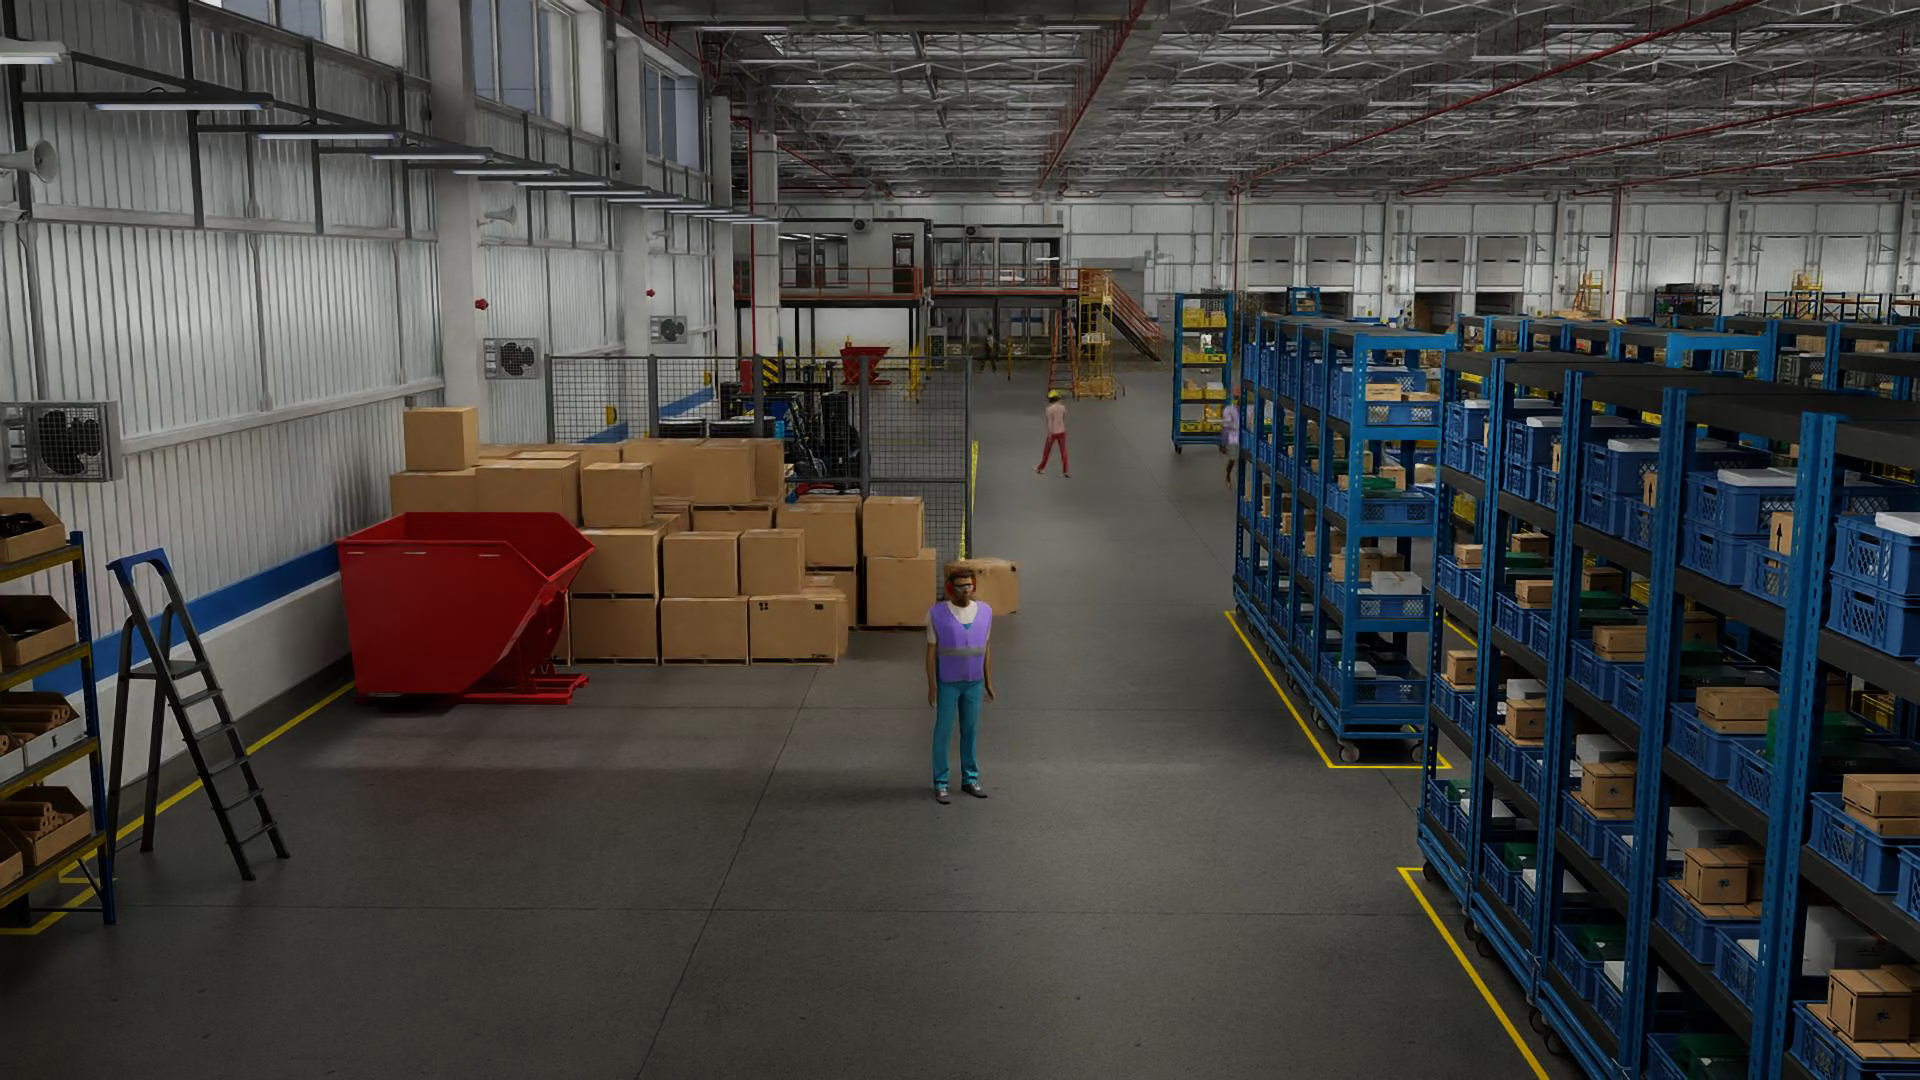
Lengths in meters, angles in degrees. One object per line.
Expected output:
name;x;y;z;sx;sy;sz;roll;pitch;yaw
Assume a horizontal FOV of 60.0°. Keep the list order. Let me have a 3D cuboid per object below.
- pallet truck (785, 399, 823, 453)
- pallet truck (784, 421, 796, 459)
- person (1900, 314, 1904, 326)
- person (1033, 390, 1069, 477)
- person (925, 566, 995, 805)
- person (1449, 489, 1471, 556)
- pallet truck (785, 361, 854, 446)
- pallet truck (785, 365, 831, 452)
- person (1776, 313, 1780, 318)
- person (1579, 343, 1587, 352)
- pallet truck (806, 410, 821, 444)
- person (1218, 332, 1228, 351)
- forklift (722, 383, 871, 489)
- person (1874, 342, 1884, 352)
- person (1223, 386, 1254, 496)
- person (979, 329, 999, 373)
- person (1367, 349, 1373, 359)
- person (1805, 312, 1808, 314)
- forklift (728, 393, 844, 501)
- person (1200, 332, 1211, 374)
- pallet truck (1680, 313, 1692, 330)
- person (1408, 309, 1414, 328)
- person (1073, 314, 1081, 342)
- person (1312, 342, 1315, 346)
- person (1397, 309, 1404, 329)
pallet truck;-3.814;-2.432;36.419;1.630;1.274;0.653;0;9;1
pallet truck;-4.013;-1.793;32.705;1.601;1.201;0.680;0;9;1
person;47.523;-10.486;84.224;0.636;1.921;0.795;-6;11;-35
person;1.879;-2.139;33.343;0.544;1.722;0.907;-6;11;-34
person;-0.006;1.106;12.919;0.563;1.848;0.389;-5;10;-26
person;6.221;-0.213;20.714;0.434;1.954;0.649;6;11;31
pallet truck;-3.410;-3.193;38.978;1.885;1.965;0.823;0;9;-1
pallet truck;-3.774;-2.976;37.635;1.885;1.965;0.823;1;9;5
person;42.093;-10.715;85.687;0.607;1.893;0.833;6;11;34
person;18.989;-5.065;50.848;0.564;1.888;0.960;0;9;2
pallet truck;-3.559;-2.018;33.905;1.522;1.261;0.704;0;9;-1
person;12.442;-9.536;78.503;0.623;1.861;0.933;4;10;24
forklift;-2.893;-1.687;28.729;2.680;1.987;1.157;0;9;-1
person;31.979;-6.088;58.020;0.614;1.604;0.531;-1;9;-9
person;5.118;-1.843;30.587;0.616;2.024;0.845;-1;9;-4
person;1.141;-7.564;66.586;0.961;1.802;0.515;-8;12;-41
person;12.977;-5.247;52.197;0.404;1.824;0.586;-1;9;-4
person;45.047;-11.188;88.545;0.593;1.911;0.562;1;9;4
forklift;-2.979;-1.316;26.476;2.680;1.987;1.157;0;9;1
person;9.769;-7.513;65.964;0.573;1.887;0.354;-7;12;-38
pallet truck;36.315;-10.531;84.244;0.823;1.965;1.885;-6;11;-33
person;25.723;-12.223;94.914;0.387;1.925;0.598;0;9;-1
person;6.821;-12.368;95.860;0.584;1.911;0.391;-4;10;-24
person;15.699;-8.905;74.724;0.966;1.844;0.591;-8;12;-41
person;24.818;-12.037;93.707;0.402;1.941;0.602;8;12;40
